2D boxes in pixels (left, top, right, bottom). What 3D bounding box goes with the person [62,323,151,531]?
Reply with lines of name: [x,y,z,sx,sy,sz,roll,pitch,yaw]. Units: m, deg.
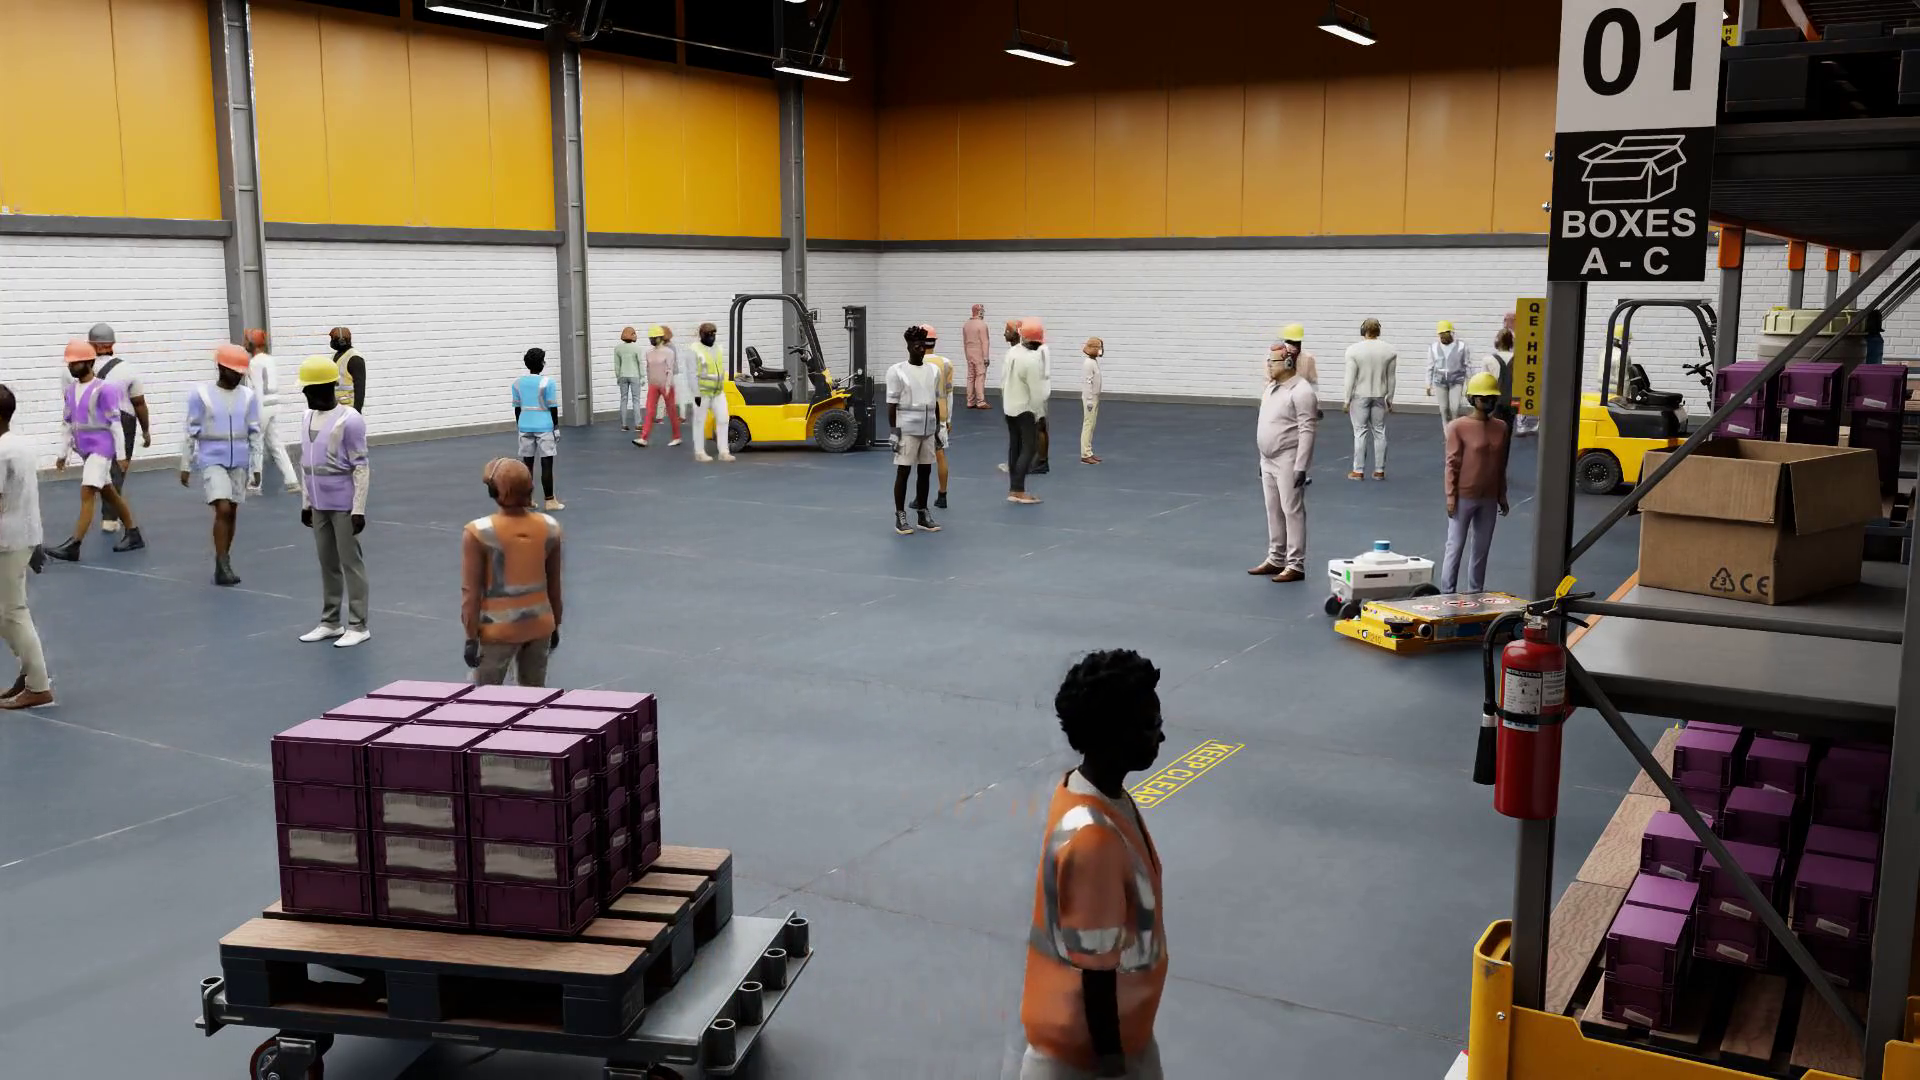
person: [-8.193,-1.120,16.011,0.690,2.000,1.042,-2,9,-10]

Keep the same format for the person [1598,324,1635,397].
person: [8.220,-1.785,20.846,0.404,1.822,0.604,-1,9,-9]

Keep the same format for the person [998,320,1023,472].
person: [0.674,-1.781,20.636,0.355,1.882,0.575,-1,9,-6]

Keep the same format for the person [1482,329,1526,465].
person: [6.384,-1.583,19.661,0.538,1.799,0.879,1,9,6]

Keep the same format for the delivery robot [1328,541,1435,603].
delivery robot: [2.985,0.249,11.798,0.707,0.478,0.477,-2,9,-13]

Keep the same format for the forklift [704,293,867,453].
forklift: [-2.458,-2.344,23.176,2.313,2.155,1.214,0,9,-2]

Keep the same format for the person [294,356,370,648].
person: [-4.141,-0.252,10.966,0.586,1.921,0.383,6,11,33]

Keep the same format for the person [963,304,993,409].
person: [0.336,-3.320,30.156,0.406,1.911,0.639,-7,11,-36]

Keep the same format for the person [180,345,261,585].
person: [-5.781,-0.585,13.157,0.759,1.889,0.613,8,12,42]

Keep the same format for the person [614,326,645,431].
person: [-5.148,-2.513,25.972,0.497,1.634,0.278,2,9,15]

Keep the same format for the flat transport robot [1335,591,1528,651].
flat transport robot: [3.313,0.531,11.212,1.431,0.197,0.652,-4,10,-23]

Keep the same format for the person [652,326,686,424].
person: [-4.764,-2.660,26.952,0.726,1.594,0.528,-7,11,-37]

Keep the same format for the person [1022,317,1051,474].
person: [0.914,-1.773,20.441,0.384,1.924,0.551,2,9,14]

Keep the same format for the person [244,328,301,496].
person: [-7.724,-1.412,18.426,0.544,1.885,0.593,0,9,-2]

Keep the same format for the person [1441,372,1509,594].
person: [3.650,-0.299,11.741,0.523,1.769,0.316,-4,10,-21]

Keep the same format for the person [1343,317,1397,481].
person: [4.858,-1.663,19.753,0.635,1.926,0.354,-1,9,-9]

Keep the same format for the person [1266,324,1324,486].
person: [3.838,-1.522,19.039,0.591,1.875,0.960,-4,10,-24]

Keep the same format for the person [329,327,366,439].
person: [-7.185,-1.573,19.475,0.430,1.840,0.623,-9,13,-43]

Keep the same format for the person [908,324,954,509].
person: [-0.338,-1.279,17.342,0.543,1.933,0.363,-4,10,-25]

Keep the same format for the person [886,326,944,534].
person: [-0.417,-1.045,15.771,0.613,1.964,0.361,-7,11,-36]

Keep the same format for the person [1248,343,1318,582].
person: [2.568,-0.620,13.306,0.401,1.907,0.646,-3,10,-19]

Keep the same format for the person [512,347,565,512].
person: [-4.357,-1.134,17.163,0.531,1.698,0.320,3,10,20]

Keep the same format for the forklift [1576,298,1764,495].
forklift: [7.954,-1.589,18.462,2.313,2.155,1.214,5,11,30]

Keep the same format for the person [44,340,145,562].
person: [-7.533,-0.781,14.388,0.568,1.881,1.008,5,10,29]

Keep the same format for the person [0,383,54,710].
person: [-5.360,0.051,9.298,0.461,1.857,0.521,-3,10,-19]

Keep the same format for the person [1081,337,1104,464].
person: [1.719,-1.804,21.550,0.272,1.632,0.508,2,9,14]

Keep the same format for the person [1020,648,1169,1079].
person: [0.225,1.047,3.657,0.829,1.669,0.540,1,9,8]

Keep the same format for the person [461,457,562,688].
person: [-2.037,0.430,7.624,0.383,1.625,0.532,9,13,43]

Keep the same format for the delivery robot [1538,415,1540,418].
delivery robot: [9.430,-2.050,26.145,0.707,0.478,0.477,-5,11,-29]

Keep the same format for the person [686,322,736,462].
person: [-3.210,-1.898,21.554,0.740,1.817,0.657,8,12,40]

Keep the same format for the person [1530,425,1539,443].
person: [8.353,-2.254,23.134,0.577,2.025,0.627,-3,9,-17]

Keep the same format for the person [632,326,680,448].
person: [-4.261,-2.150,23.444,0.527,1.721,0.902,4,10,24]

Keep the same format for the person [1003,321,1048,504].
person: [0.659,-1.368,17.829,0.516,1.960,0.727,-5,10,-28]

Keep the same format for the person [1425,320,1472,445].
person: [6.987,-2.247,23.805,0.630,1.798,0.508,5,10,29]

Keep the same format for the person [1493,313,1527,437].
person: [8.305,-2.485,25.109,0.639,1.858,1.003,-1,9,-6]
